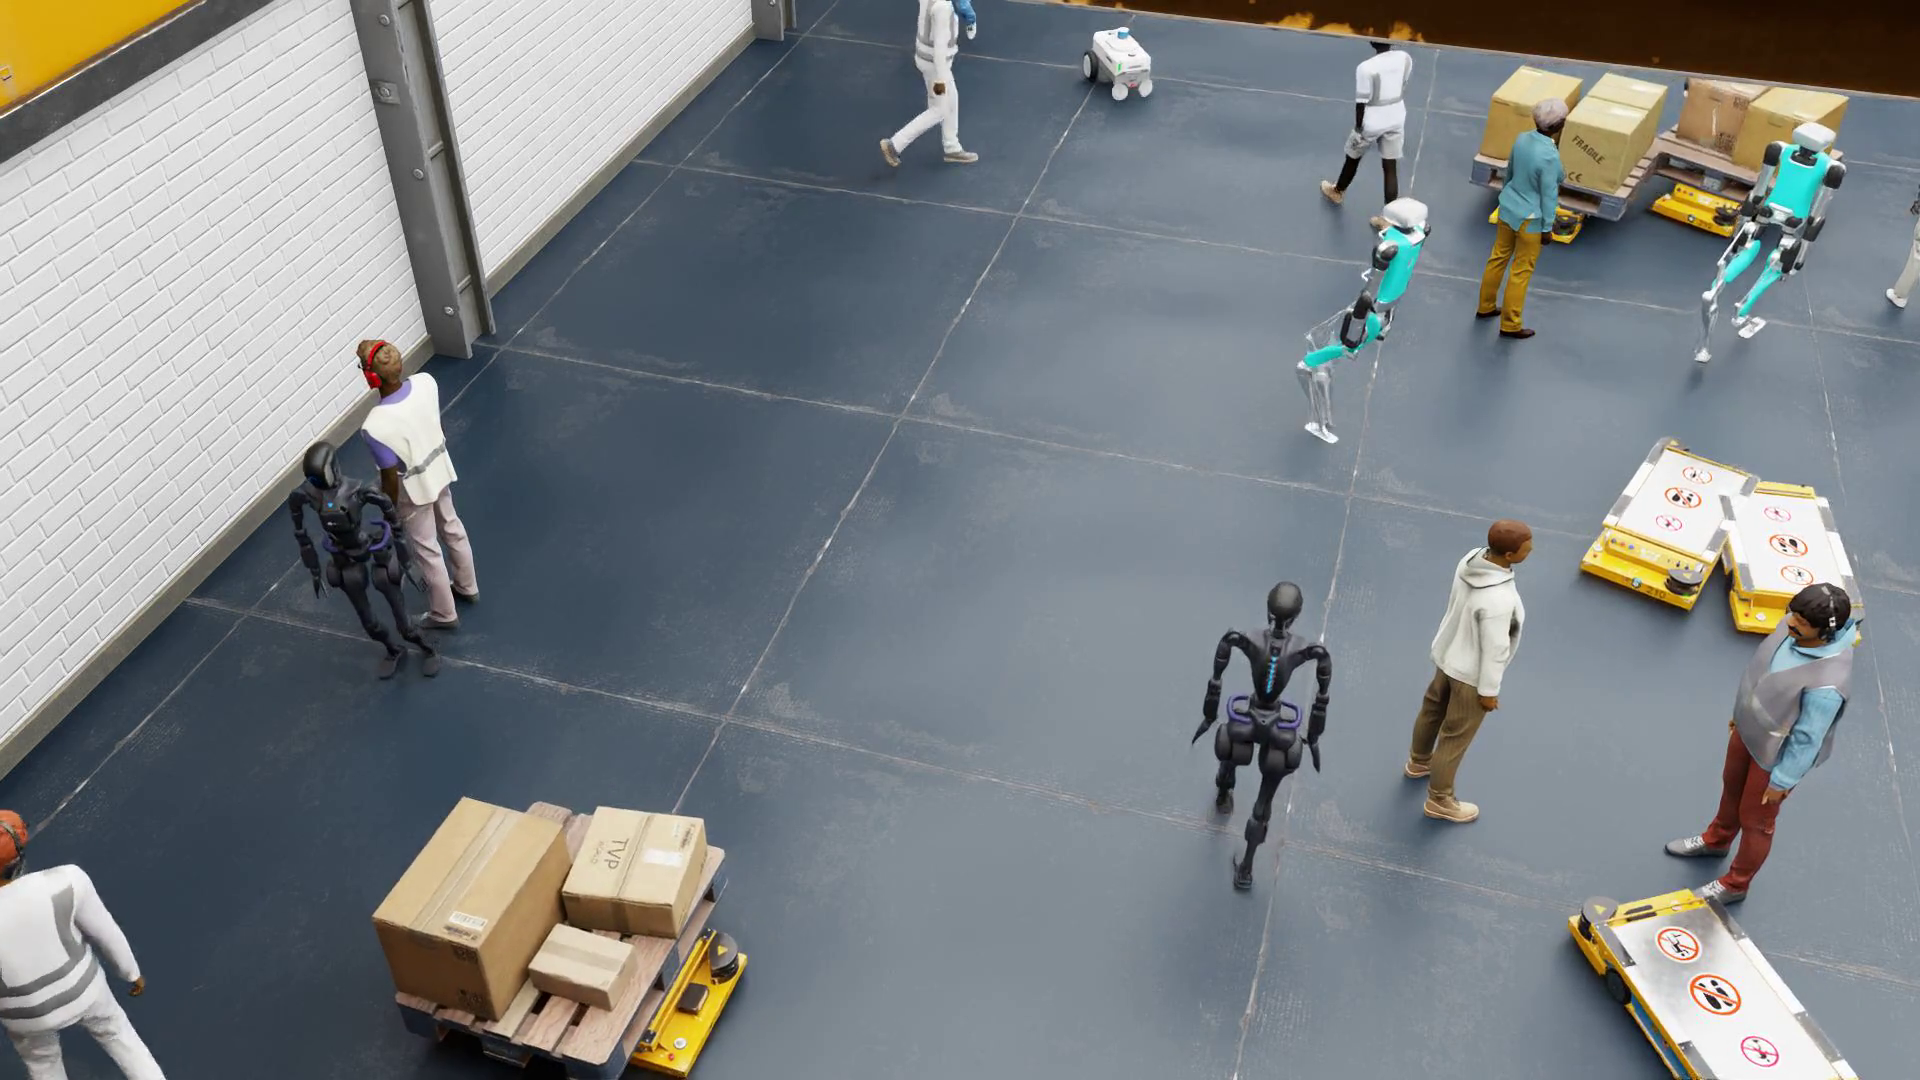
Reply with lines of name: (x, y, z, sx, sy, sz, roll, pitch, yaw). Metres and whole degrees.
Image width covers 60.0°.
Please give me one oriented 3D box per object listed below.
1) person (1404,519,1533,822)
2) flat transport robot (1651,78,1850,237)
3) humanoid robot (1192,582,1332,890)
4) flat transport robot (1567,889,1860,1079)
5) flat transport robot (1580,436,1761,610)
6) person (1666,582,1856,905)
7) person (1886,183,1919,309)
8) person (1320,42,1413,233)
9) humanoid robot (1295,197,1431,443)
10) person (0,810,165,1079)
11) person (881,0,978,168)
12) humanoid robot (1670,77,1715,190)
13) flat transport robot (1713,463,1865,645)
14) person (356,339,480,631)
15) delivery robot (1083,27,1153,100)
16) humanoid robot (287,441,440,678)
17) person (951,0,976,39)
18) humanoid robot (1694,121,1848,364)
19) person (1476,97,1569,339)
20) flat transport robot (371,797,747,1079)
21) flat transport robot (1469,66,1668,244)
person: (2.443, 0.610, 8.049, 0.366, 1.766, 0.523, -3, 39, -3)
flat transport robot: (6.319, -2.897, 13.608, 0.659, 0.231, 1.431, 32, 49, 33)
humanoid robot: (1.415, 0.857, 7.832, 0.610, 1.629, 0.712, 7, 39, 9)
flat transport robot: (3.363, 2.140, 7.343, 0.659, 0.231, 1.431, -10, 40, -12)
flat transport robot: (4.373, -0.130, 10.166, 0.659, 0.231, 1.431, 24, 45, 27)
person: (3.702, 0.929, 7.571, 0.415, 1.873, 0.534, 0, 39, 0)
person: (7.094, -2.398, 11.898, 0.518, 1.631, 0.314, 5, 39, 6)
person: (3.236, -3.271, 12.969, 0.554, 1.636, 0.874, -15, 41, -18)
humanoid robot: (2.479, -1.388, 10.619, 0.748, 1.833, 0.545, 29, 47, 31)
person: (-3.541, 1.798, 6.514, 0.616, 1.858, 0.658, -28, 46, -30)
person: (-0.260, -3.901, 13.594, 0.770, 1.855, 0.615, -5, 39, -7)
humanoid robot: (6.105, -3.558, 13.286, 0.538, 1.832, 0.657, -4, 39, -5)
flat transport robot: (4.886, 0.063, 9.926, 0.659, 0.231, 1.431, 7, 39, 9)
person: (-2.956, -0.283, 9.097, 0.389, 1.847, 0.563, 13, 41, 16)
delivery robot: (1.467, -4.404, 15.263, 0.500, 0.607, 0.778, -10, 40, -12)
humanoid robot: (-3.132, 0.113, 8.746, 0.610, 1.631, 0.430, -2, 39, -2)
person: (-0.084, -5.427, 15.609, 0.515, 1.697, 0.590, 19, 42, 22)
humanoid robot: (5.380, -1.897, 11.235, 0.546, 1.739, 1.100, 32, 48, 33)
person: (3.960, -2.251, 11.618, 0.342, 1.755, 0.525, -12, 40, -15)
flat transport robot: (-1.762, 1.947, 7.583, 1.431, 0.231, 0.659, 12, 40, 14)
flat transport robot: (4.882, -2.849, 13.548, 0.659, 0.231, 1.431, 23, 44, 26)
